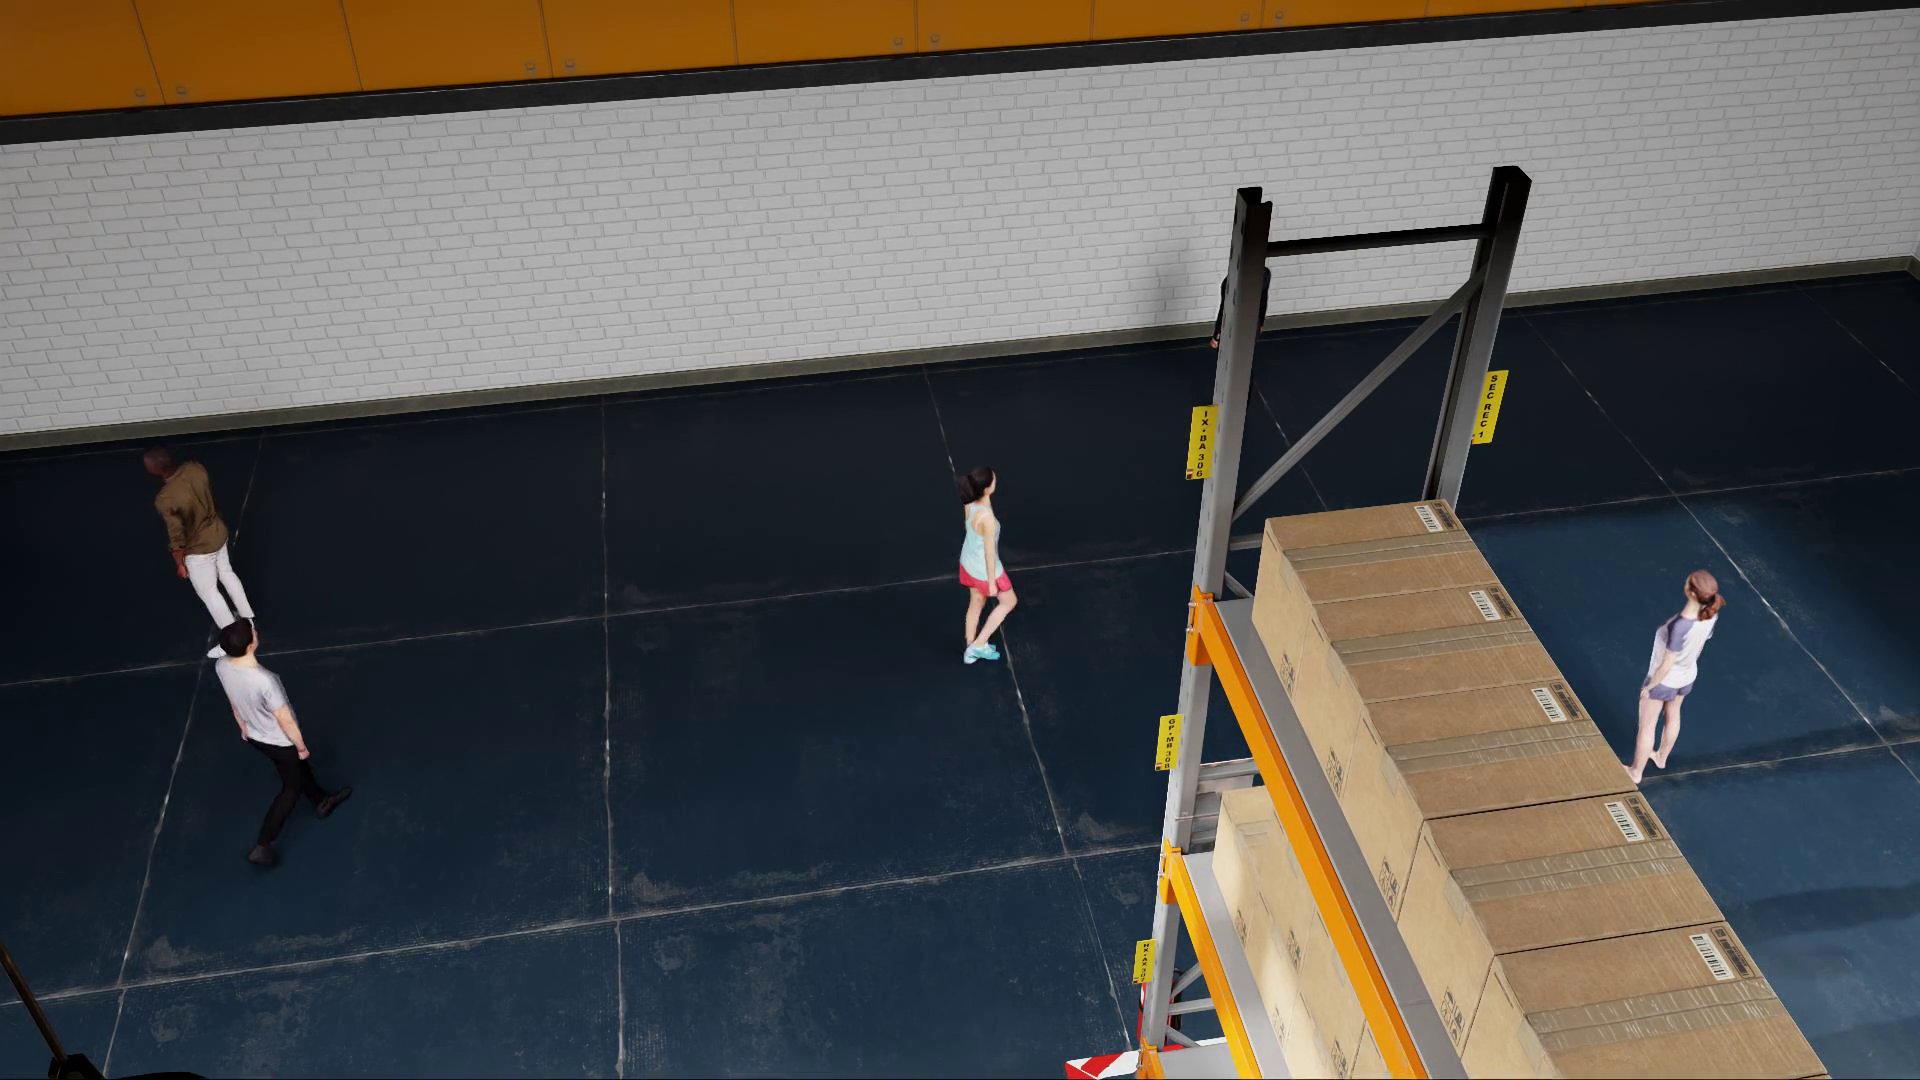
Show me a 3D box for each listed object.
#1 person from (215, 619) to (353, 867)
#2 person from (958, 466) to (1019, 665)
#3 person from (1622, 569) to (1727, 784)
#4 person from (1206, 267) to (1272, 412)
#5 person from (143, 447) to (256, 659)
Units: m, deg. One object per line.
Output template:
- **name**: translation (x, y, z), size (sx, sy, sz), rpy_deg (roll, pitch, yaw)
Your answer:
- **person**: translation (-4.437, 1.304, 10.598), size (1.132, 1.835, 1.208), rpy_deg (22, 44, 25)
- **person**: translation (0.090, 0.233, 12.002), size (0.744, 1.754, 0.665), rpy_deg (-17, 42, -20)
- **person**: translation (4.763, 0.914, 11.141), size (0.651, 1.766, 0.650), rpy_deg (-20, 43, -23)
- **person**: translation (2.444, -1.868, 14.584), size (0.753, 1.816, 0.711), rpy_deg (-19, 42, -22)
- **person**: translation (-5.558, 0.016, 12.230), size (0.865, 1.810, 0.654), rpy_deg (11, 40, 14)
